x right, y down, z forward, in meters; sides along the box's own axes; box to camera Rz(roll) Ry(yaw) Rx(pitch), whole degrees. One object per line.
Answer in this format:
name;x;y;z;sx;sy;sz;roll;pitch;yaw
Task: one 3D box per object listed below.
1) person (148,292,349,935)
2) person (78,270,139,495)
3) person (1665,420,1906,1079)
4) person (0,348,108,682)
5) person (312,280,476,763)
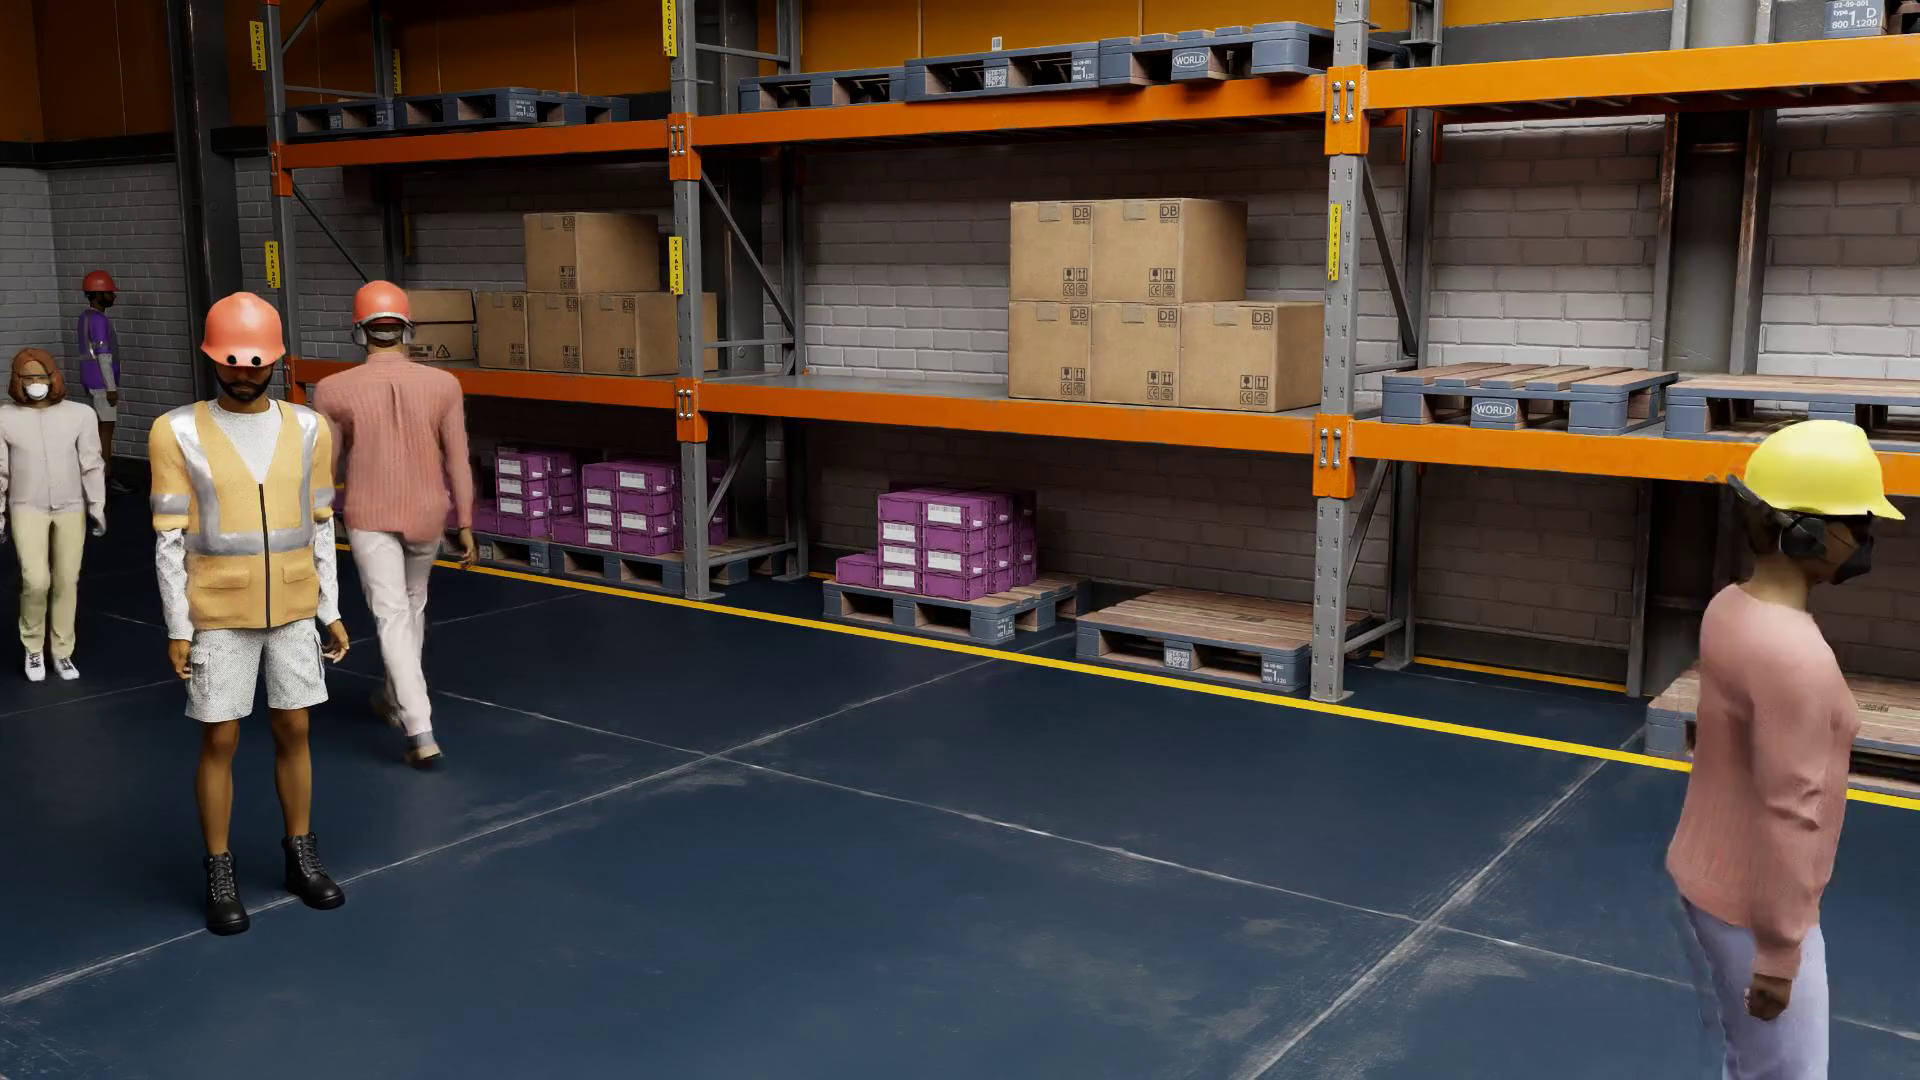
person;-2.141;0.218;5.074;0.542;1.929;0.374;-8;12;-40
person;-7.436;-1.363;14.459;0.372;1.939;0.544;-7;12;-37
person;1.401;0.648;3.059;0.583;1.753;0.529;2;10;10
person;-4.359;-0.110;7.970;0.497;1.614;0.394;-8;12;-39
person;-2.338;-0.090;6.865;0.630;1.949;1.048;-6;11;-34
